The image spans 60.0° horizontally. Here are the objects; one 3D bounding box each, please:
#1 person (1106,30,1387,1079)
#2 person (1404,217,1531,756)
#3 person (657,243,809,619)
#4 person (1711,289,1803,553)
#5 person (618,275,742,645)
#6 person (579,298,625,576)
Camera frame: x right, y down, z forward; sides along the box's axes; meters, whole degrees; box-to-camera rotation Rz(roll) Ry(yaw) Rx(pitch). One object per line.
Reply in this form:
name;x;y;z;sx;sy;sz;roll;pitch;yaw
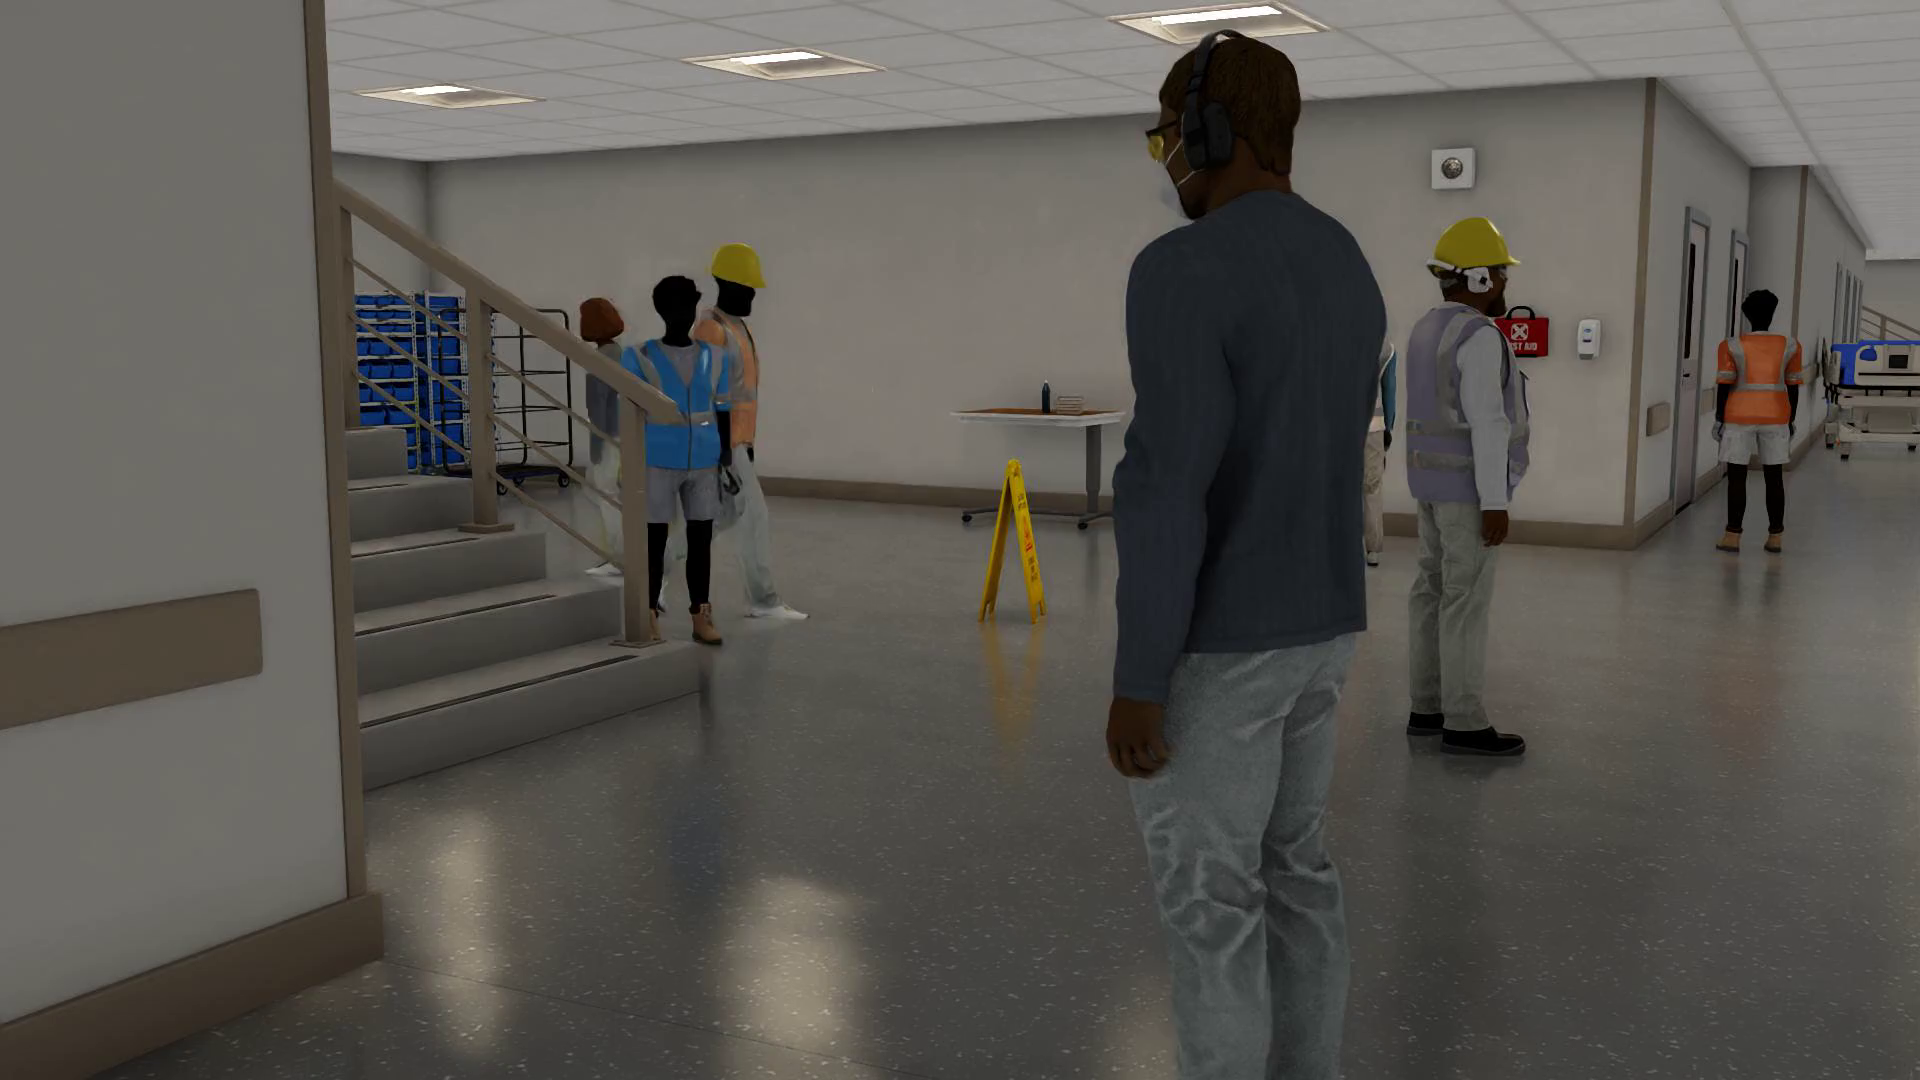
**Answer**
person;0.448;0.174;2.661;0.384;1.930;0.634;6;10;39
person;1.750;-0.184;5.748;0.404;1.837;0.587;-1;7;-8
person;-1.211;-0.516;8.230;0.850;1.878;0.624;1;7;5
person;5.125;-0.760;10.717;0.540;1.695;0.317;1;7;8
person;-1.268;-0.339;7.531;0.551;1.691;0.351;-4;9;-30
person;-2.076;-0.589;9.660;0.340;1.616;0.533;0;7;1
